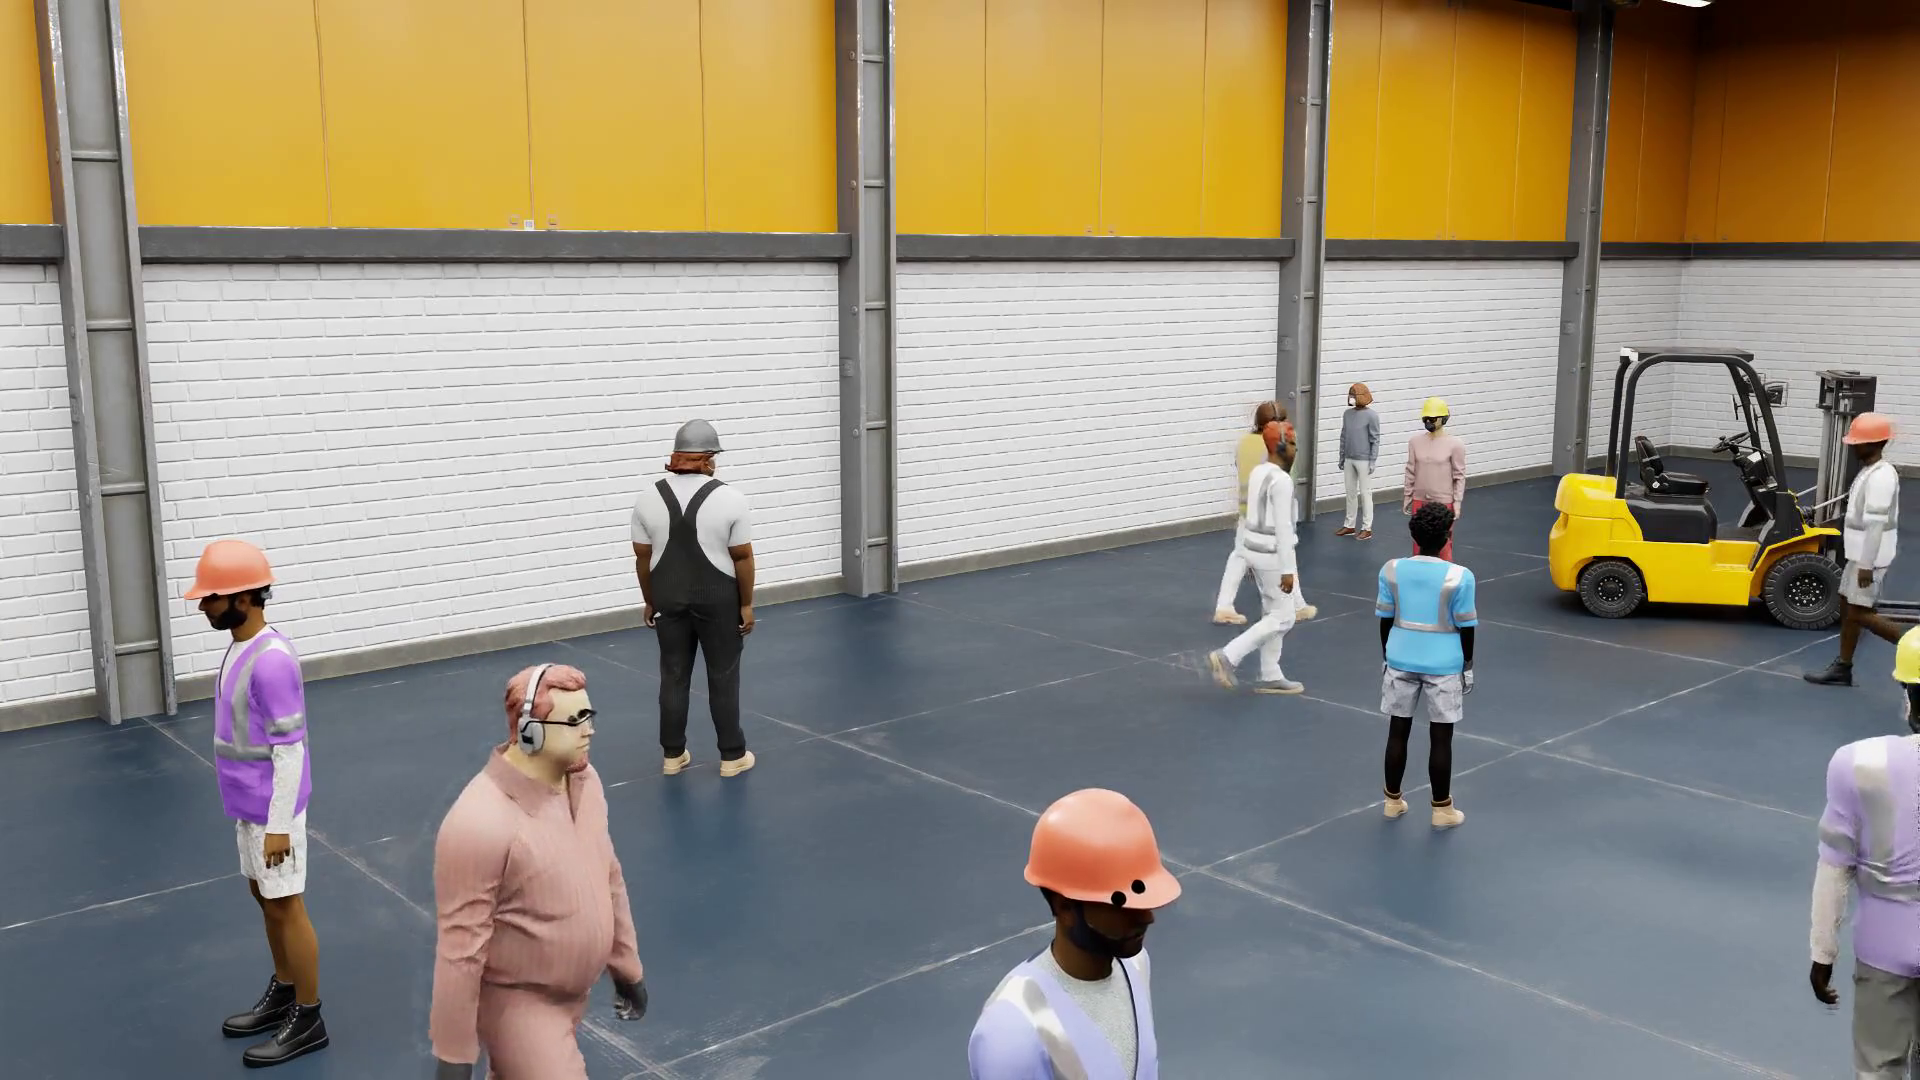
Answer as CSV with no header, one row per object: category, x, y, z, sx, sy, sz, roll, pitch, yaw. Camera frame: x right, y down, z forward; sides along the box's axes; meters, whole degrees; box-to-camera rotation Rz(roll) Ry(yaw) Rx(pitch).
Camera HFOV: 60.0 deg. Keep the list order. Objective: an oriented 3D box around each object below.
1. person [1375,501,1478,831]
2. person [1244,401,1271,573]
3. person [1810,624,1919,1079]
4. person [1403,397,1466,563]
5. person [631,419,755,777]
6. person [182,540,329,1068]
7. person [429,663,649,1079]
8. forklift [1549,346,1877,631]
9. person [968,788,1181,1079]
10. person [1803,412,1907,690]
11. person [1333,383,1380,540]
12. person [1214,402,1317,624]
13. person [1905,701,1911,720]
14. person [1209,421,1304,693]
person,2.398,0.646,8.566,0.535,1.697,0.318,7,12,36
person,2.915,-0.513,15.631,0.502,1.614,0.682,6,12,34
person,2.787,1.193,4.793,0.590,1.903,0.794,3,10,17
person,3.982,-0.323,14.036,0.533,1.767,0.326,9,13,42
person,-1.477,0.320,9.469,0.688,2.000,0.536,2,10,10
person,-2.574,0.952,6.075,0.374,1.933,0.552,-7,12,-35
person,-1.059,1.252,4.536,0.975,1.855,0.670,2,10,13
forklift,6.109,-0.478,13.691,2.313,2.155,1.214,3,10,16
person,0.244,1.424,3.302,0.375,1.939,0.546,6,11,32
person,6.155,0.097,11.133,0.670,1.920,0.572,4,10,20
person,4.149,-0.825,17.357,0.264,1.632,0.508,-6,11,-31
person,2.434,-0.210,13.305,0.953,1.795,0.643,-5,11,-29
person,6.391,0.275,10.484,0.795,1.791,0.637,0,10,-1
person,2.005,0.139,11.045,0.594,1.864,0.592,-1,10,-5
